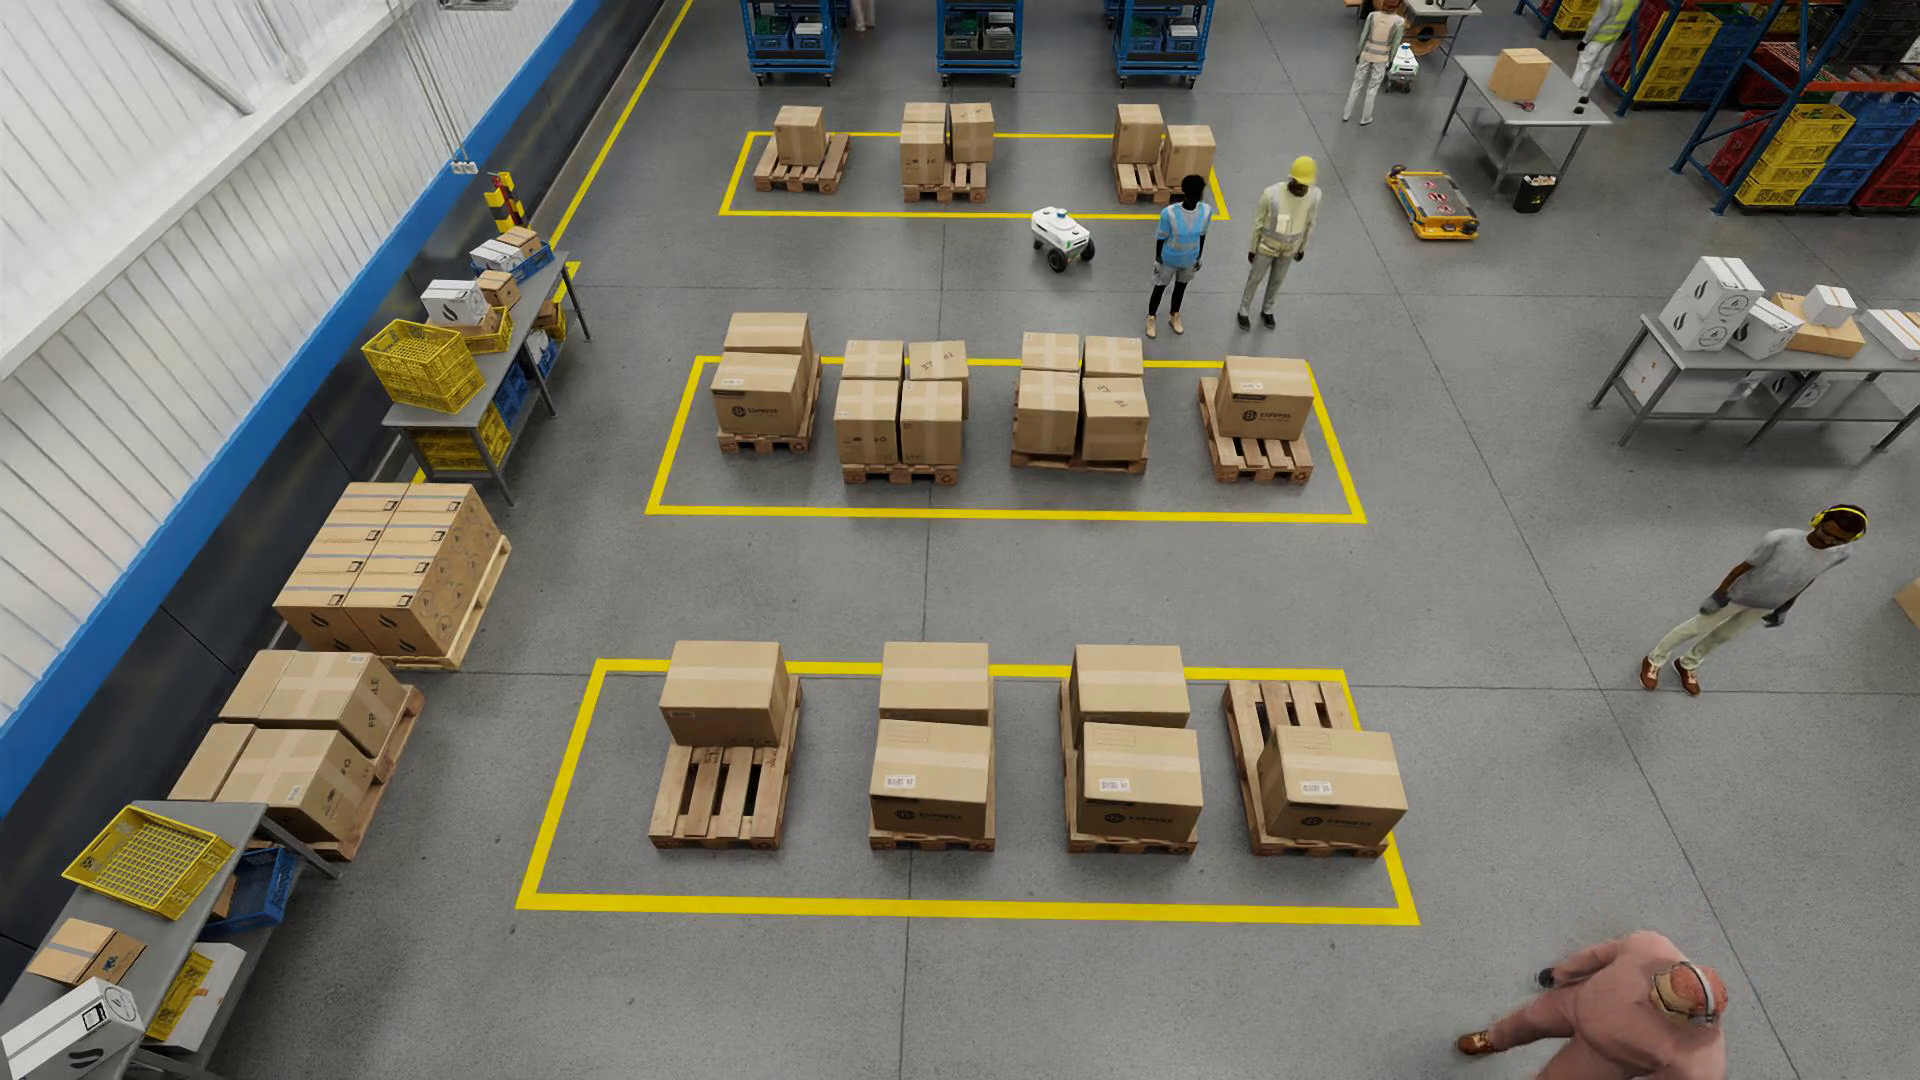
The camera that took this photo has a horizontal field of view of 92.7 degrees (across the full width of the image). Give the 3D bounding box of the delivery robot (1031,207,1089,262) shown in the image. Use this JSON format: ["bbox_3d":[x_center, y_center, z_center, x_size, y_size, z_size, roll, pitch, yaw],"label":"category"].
[{"bbox_3d":[1.115,-3.464,10.267,0.477,0.478,0.707,-28,55,-22],"label":"delivery robot"}]

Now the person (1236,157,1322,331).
[{"bbox_3d":[3.142,-2.891,9.006,0.607,1.822,0.417,-3,49,-2],"label":"person"}]

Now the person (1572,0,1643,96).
[{"bbox_3d":[8.640,-6.792,12.362,0.619,1.845,0.430,-16,51,-13],"label":"person"}]

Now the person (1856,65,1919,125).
[{"bbox_3d":[12.162,-6.100,11.747,0.654,1.876,1.040,29,55,23],"label":"person"}]

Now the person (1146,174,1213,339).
[{"bbox_3d":[2.132,-2.757,8.962,0.535,1.699,0.318,-9,50,-8],"label":"person"}]

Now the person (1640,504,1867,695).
[{"bbox_3d":[5.280,0.419,6.108,0.521,1.864,0.335,9,50,8],"label":"person"}]

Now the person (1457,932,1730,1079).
[{"bbox_3d":[3.060,2.383,4.396,0.452,1.883,0.679,0,49,0],"label":"person"}]

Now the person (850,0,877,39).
[{"bbox_3d":[-1.550,-8.792,14.005,0.419,1.980,0.631,33,57,25],"label":"person"}]

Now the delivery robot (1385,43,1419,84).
[{"bbox_3d":[6.372,-6.919,13.258,0.477,0.478,0.707,5,49,4],"label":"delivery robot"}]

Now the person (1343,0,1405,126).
[{"bbox_3d":[5.477,-6.357,12.116,0.514,1.642,0.310,29,55,23],"label":"person"}]

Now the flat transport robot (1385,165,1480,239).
[{"bbox_3d":[5.692,-4.094,11.059,0.652,0.197,1.431,1,49,1],"label":"flat transport robot"}]
